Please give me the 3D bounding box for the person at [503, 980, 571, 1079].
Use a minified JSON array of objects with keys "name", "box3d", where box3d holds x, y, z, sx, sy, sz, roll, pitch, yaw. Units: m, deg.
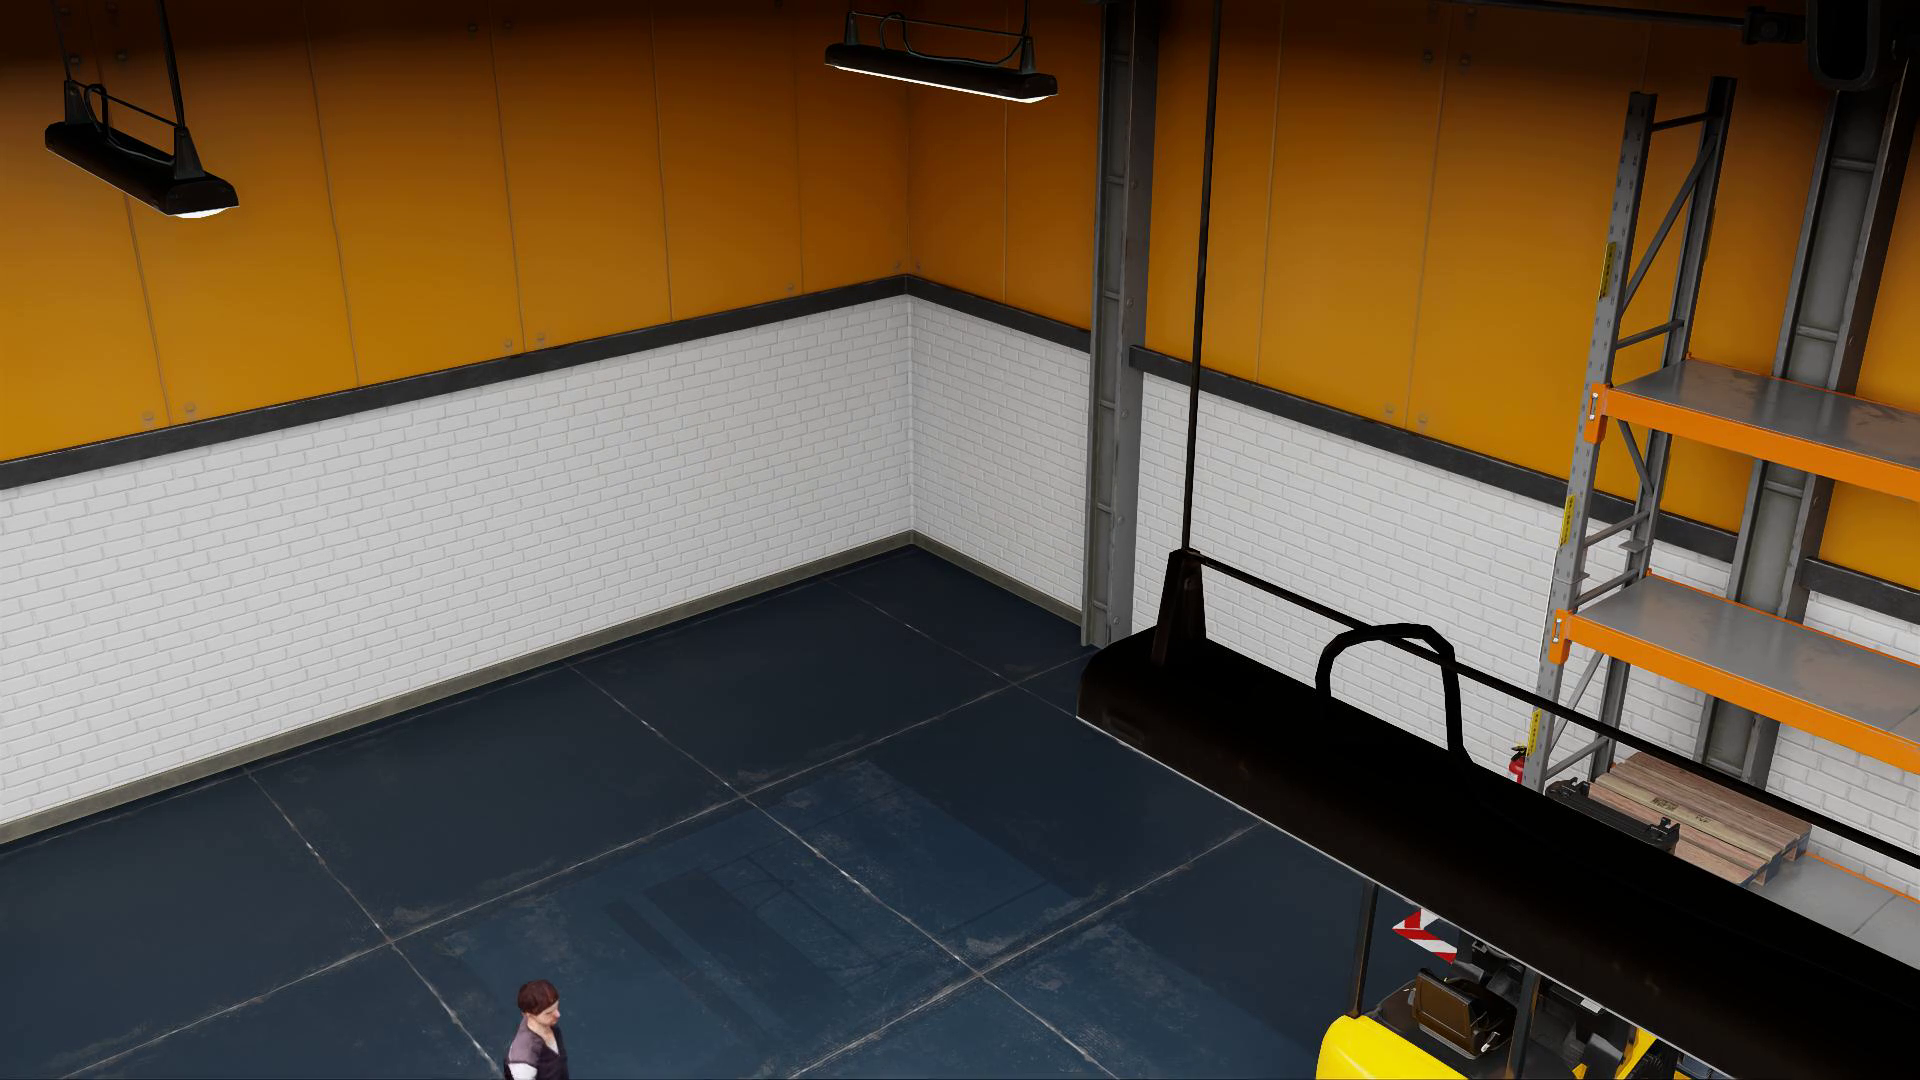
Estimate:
[{"name":"person","box3d":[-2.410,3.153,9.073,1.278,1.805,1.203,1,24,2]}]
